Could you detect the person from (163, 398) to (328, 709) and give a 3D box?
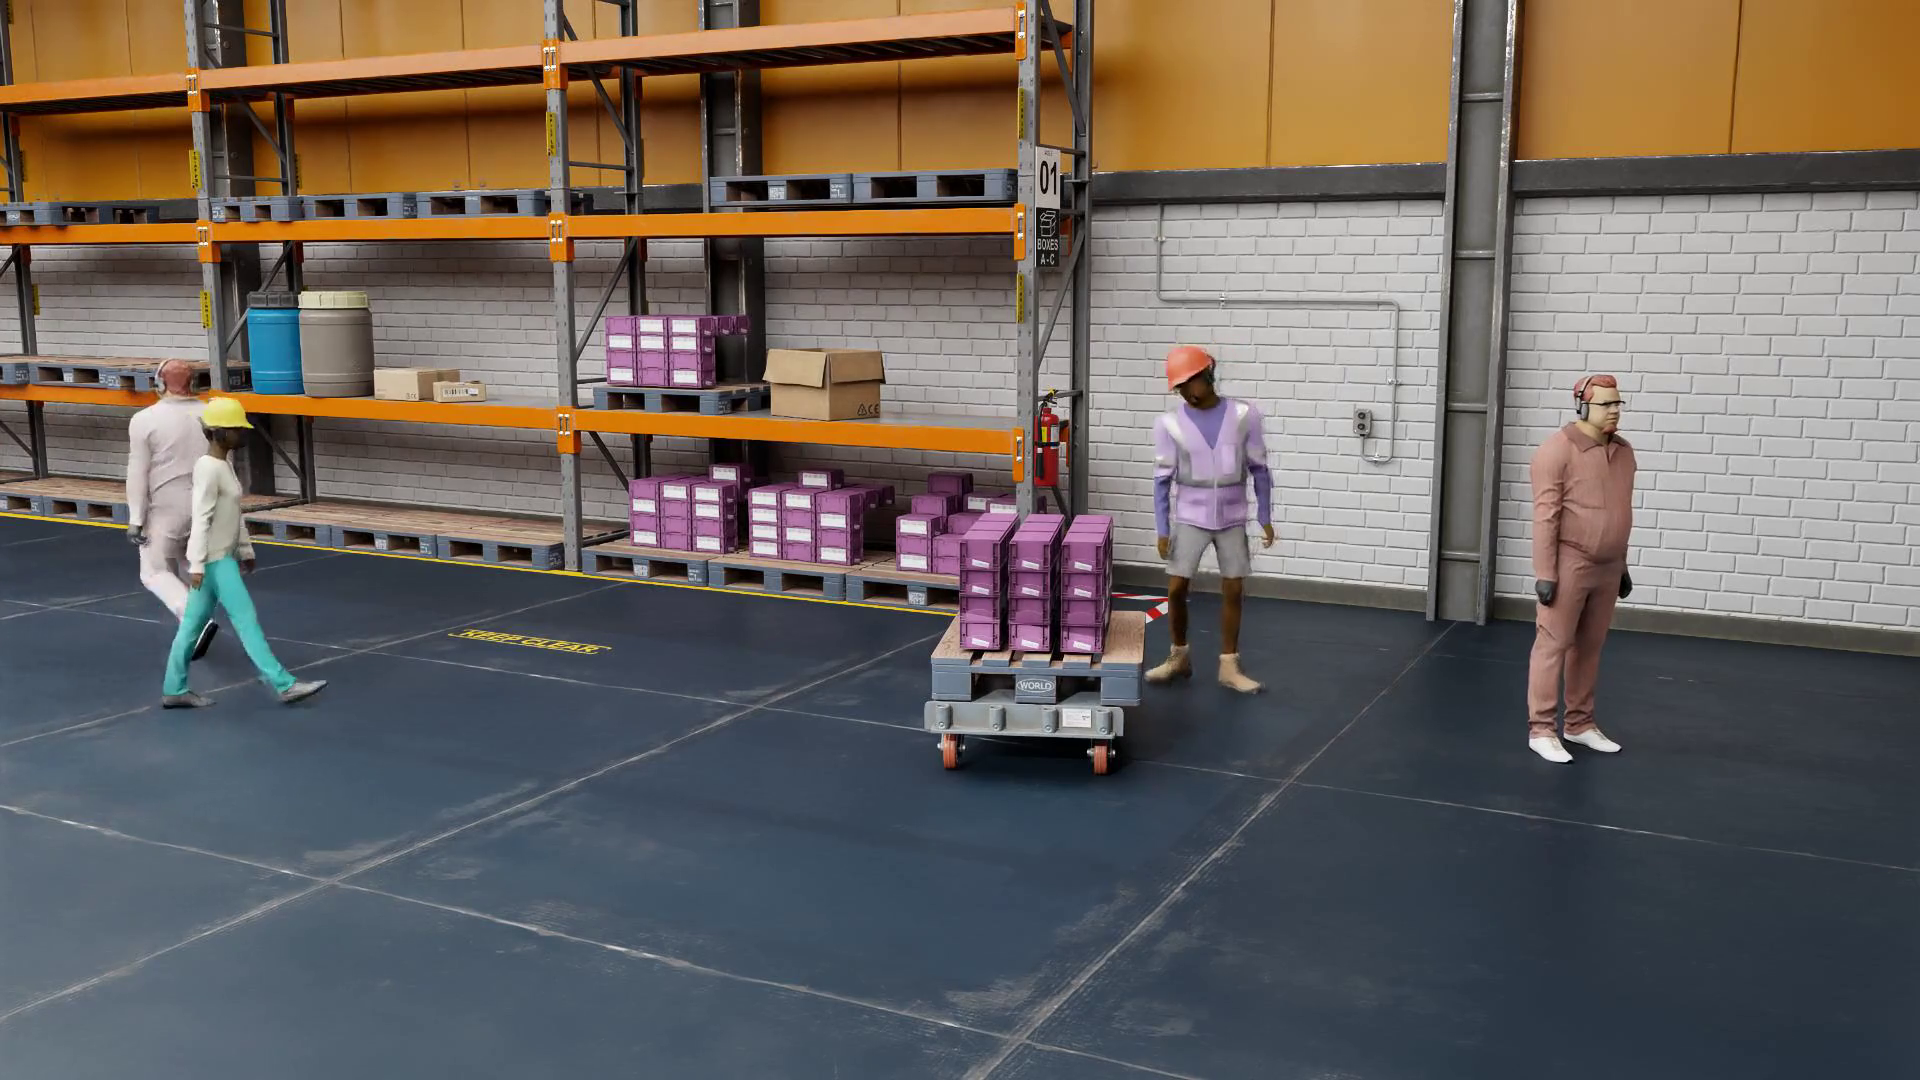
[{"bbox_3d":[-3.980,0.086,9.112,0.914,1.714,0.532,-3,10,-17],"label":"person"}]

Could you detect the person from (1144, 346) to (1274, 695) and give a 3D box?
[{"bbox_3d":[1.417,-0.105,9.474,0.725,1.992,0.437,0,9,1],"label":"person"}]

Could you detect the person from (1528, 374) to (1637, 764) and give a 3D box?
[{"bbox_3d":[3.099,0.136,8.222,0.643,1.910,0.399,-5,11,-29],"label":"person"}]

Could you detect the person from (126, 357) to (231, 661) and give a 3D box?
[{"bbox_3d":[-4.733,-0.167,10.142,0.607,1.889,0.662,6,11,32],"label":"person"}]
